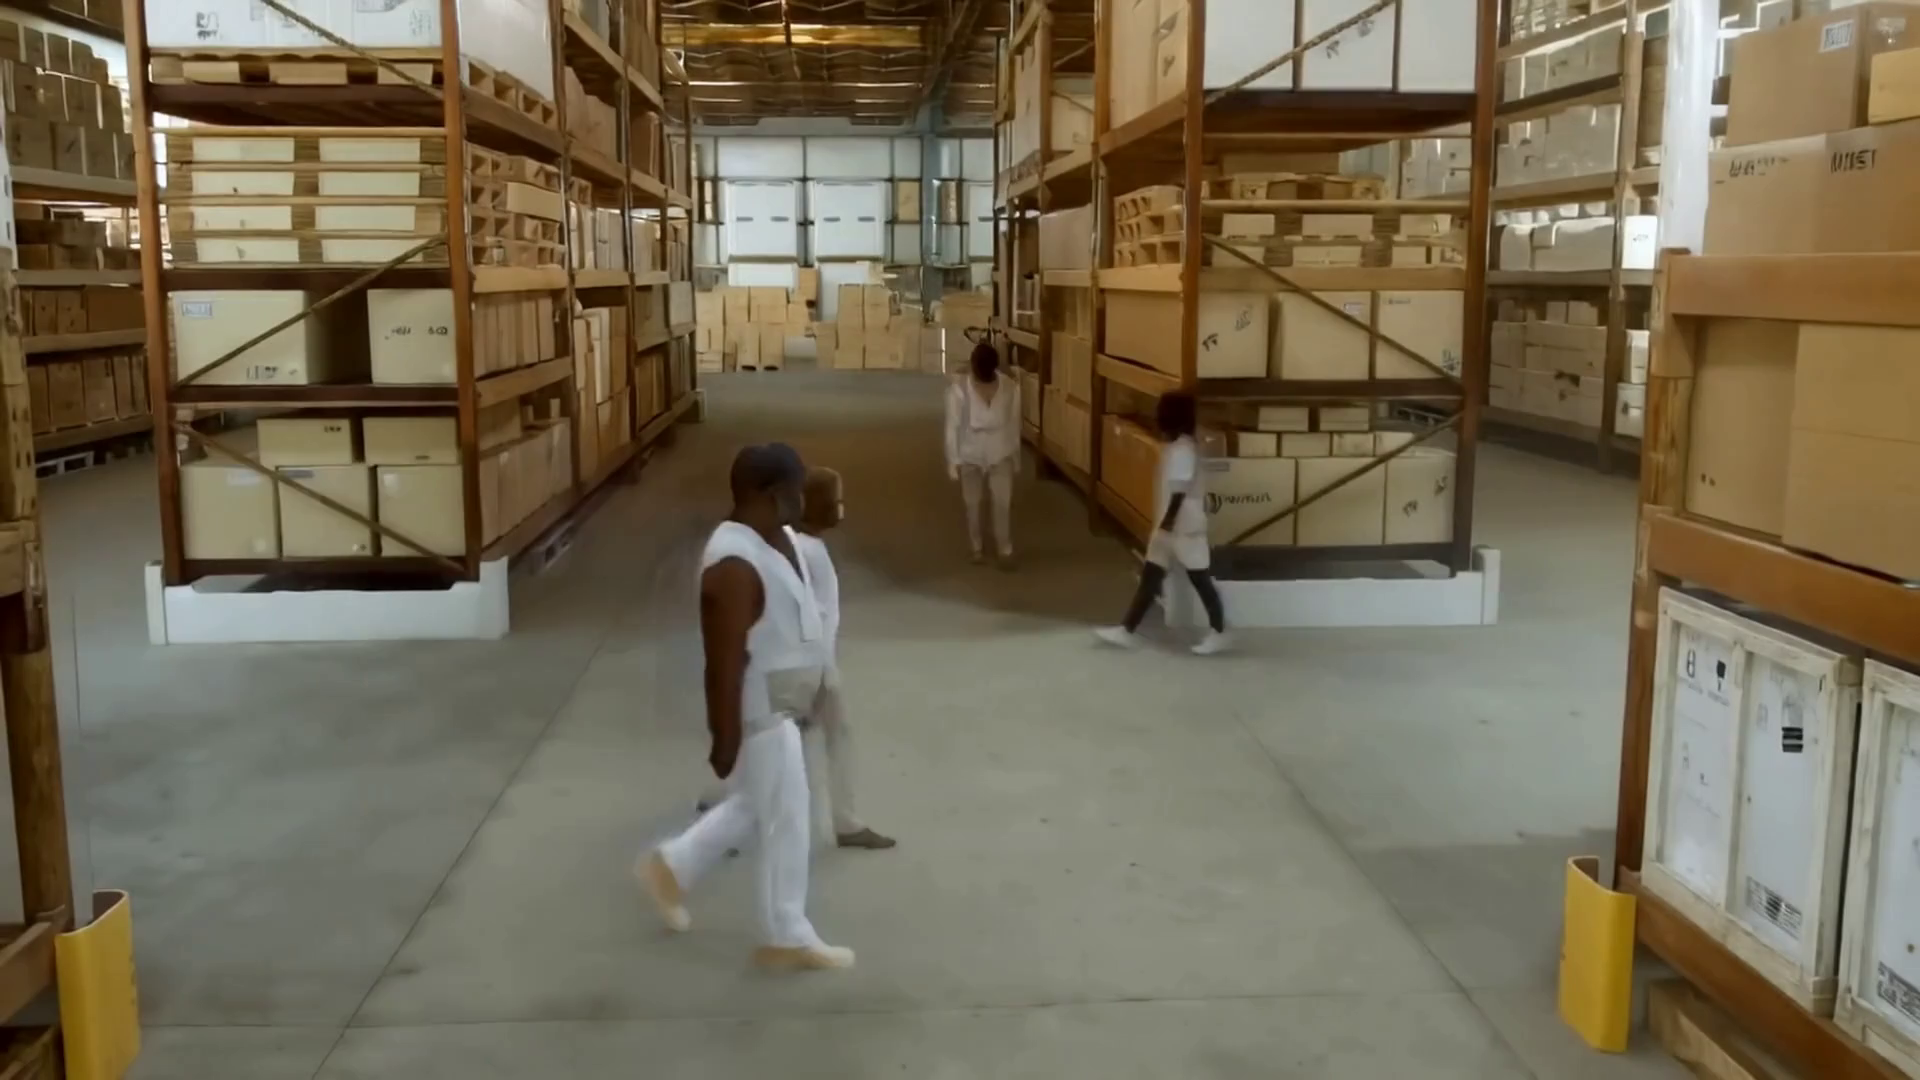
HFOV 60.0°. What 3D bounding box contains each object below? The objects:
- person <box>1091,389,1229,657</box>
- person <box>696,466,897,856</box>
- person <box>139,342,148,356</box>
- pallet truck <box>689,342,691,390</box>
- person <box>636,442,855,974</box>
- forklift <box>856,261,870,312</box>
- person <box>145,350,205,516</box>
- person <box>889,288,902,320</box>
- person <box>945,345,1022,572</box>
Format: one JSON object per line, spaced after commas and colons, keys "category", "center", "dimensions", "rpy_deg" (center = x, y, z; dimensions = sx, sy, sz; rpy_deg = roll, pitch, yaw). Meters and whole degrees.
{"category": "person", "center": [1.271, -0.091, 10.194], "dimensions": [0.871, 1.648, 0.543], "rpy_deg": [-1, 9, -4]}
{"category": "person", "center": [-0.668, 0.494, 6.711], "dimensions": [0.751, 1.606, 0.510], "rpy_deg": [0, 9, 2]}
{"category": "person", "center": [-18.975, -4.680, 38.570], "dimensions": [0.992, 1.825, 0.508], "rpy_deg": [1, 9, 9]}
{"category": "pallet truck", "center": [-5.225, -3.008, 27.480], "dimensions": [1.885, 1.965, 0.823], "rpy_deg": [2, 9, 14]}
{"category": "person", "center": [-0.749, 0.562, 5.636], "dimensions": [0.732, 1.816, 0.628], "rpy_deg": [1, 9, 5]}
{"category": "forklift", "center": [-3.172, -7.833, 55.014], "dimensions": [1.873, 2.768, 1.129], "rpy_deg": [-1, 9, -8]}
{"category": "person", "center": [-6.926, -0.828, 14.728], "dimensions": [0.318, 1.700, 0.535], "rpy_deg": [3, 10, 20]}
{"category": "person", "center": [-2.300, -7.827, 57.975], "dimensions": [0.634, 1.929, 0.380], "rpy_deg": [3, 10, 21]}
{"category": "person", "center": [0.210, -0.645, 13.264], "dimensions": [0.648, 1.795, 0.934], "rpy_deg": [-2, 9, -9]}
